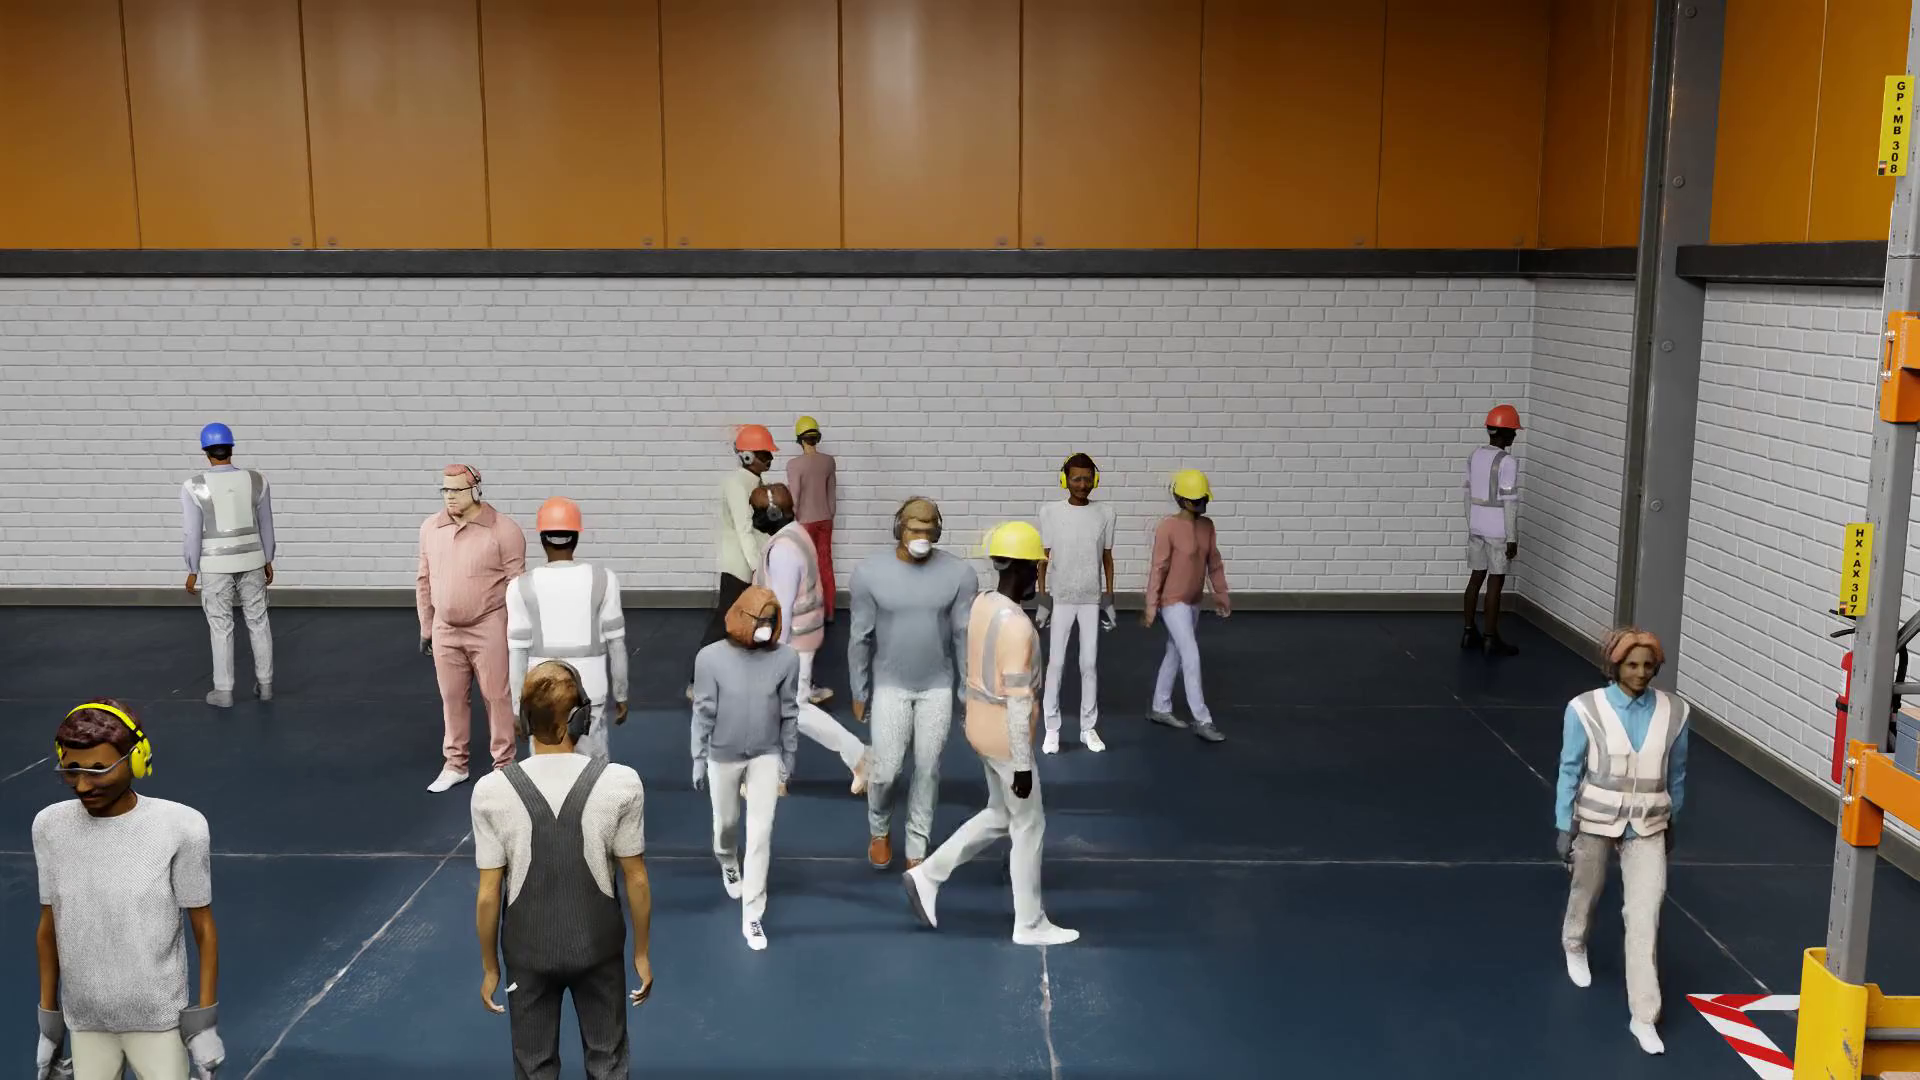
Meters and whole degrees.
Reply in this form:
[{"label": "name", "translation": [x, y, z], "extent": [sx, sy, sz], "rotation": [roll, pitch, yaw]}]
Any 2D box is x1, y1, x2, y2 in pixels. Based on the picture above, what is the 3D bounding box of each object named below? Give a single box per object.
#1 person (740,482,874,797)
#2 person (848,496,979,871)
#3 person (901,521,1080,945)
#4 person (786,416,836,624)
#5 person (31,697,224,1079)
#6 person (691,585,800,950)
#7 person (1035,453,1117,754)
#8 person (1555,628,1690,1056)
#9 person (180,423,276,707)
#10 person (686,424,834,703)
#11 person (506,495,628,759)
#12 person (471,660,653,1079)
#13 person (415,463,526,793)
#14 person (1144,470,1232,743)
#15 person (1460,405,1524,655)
[{"label": "person", "translation": [-0.864, 0.581, 9.318], "extent": [0.772, 1.813, 0.668], "rotation": [-1, 9, -3]}, {"label": "person", "translation": [-0.218, 0.733, 8.070], "extent": [0.635, 1.921, 0.415], "rotation": [-1, 10, -9]}, {"label": "person", "translation": [0.138, 0.865, 7.340], "extent": [0.691, 1.902, 0.621], "rotation": [-2, 10, -14]}, {"label": "person", "translation": [-1.245, -0.147, 13.777], "extent": [0.310, 1.766, 0.535], "rotation": [8, 13, 41]}, {"label": "person", "translation": [-2.297, 1.339, 4.585], "extent": [0.515, 1.865, 0.329], "rotation": [0, 9, -1]}, {"label": "person", "translation": [-0.988, 0.965, 7.594], "extent": [0.512, 1.601, 0.790], "rotation": [-3, 10, -16]}, {"label": "person", "translation": [0.719, 0.388, 10.261], "extent": [0.508, 1.873, 0.329], "rotation": [-1, 10, -8]}, {"label": "person", "translation": [2.628, 1.125, 6.654], "extent": [0.523, 1.597, 0.864], "rotation": [1, 10, 5]}, {"label": "person", "translation": [-4.989, 0.169, 11.367], "extent": [0.603, 1.937, 0.402], "rotation": [-9, 13, -42]}, {"label": "person", "translation": [-1.417, 0.184, 11.303], "extent": [1.050, 1.942, 0.603], "rotation": [3, 10, 15]}, {"label": "person", "translation": [-1.876, 0.750, 8.020], "extent": [0.574, 1.907, 0.750], "rotation": [-3, 10, -15]}, {"label": "person", "translation": [-1.193, 1.273, 5.044], "extent": [0.515, 1.839, 0.327], "rotation": [-2, 10, -13]}, {"label": "person", "translation": [-2.782, 0.509, 9.426], "extent": [0.652, 1.906, 0.403], "rotation": [2, 10, 11]}, {"label": "person", "translation": [1.490, 0.407, 10.535], "extent": [0.772, 1.721, 0.650], "rotation": [9, 13, 44]}, {"label": "person", "translation": [4.141, -0.080, 12.867], "extent": [0.378, 1.932, 0.551], "rotation": [-3, 10, -19]}]
